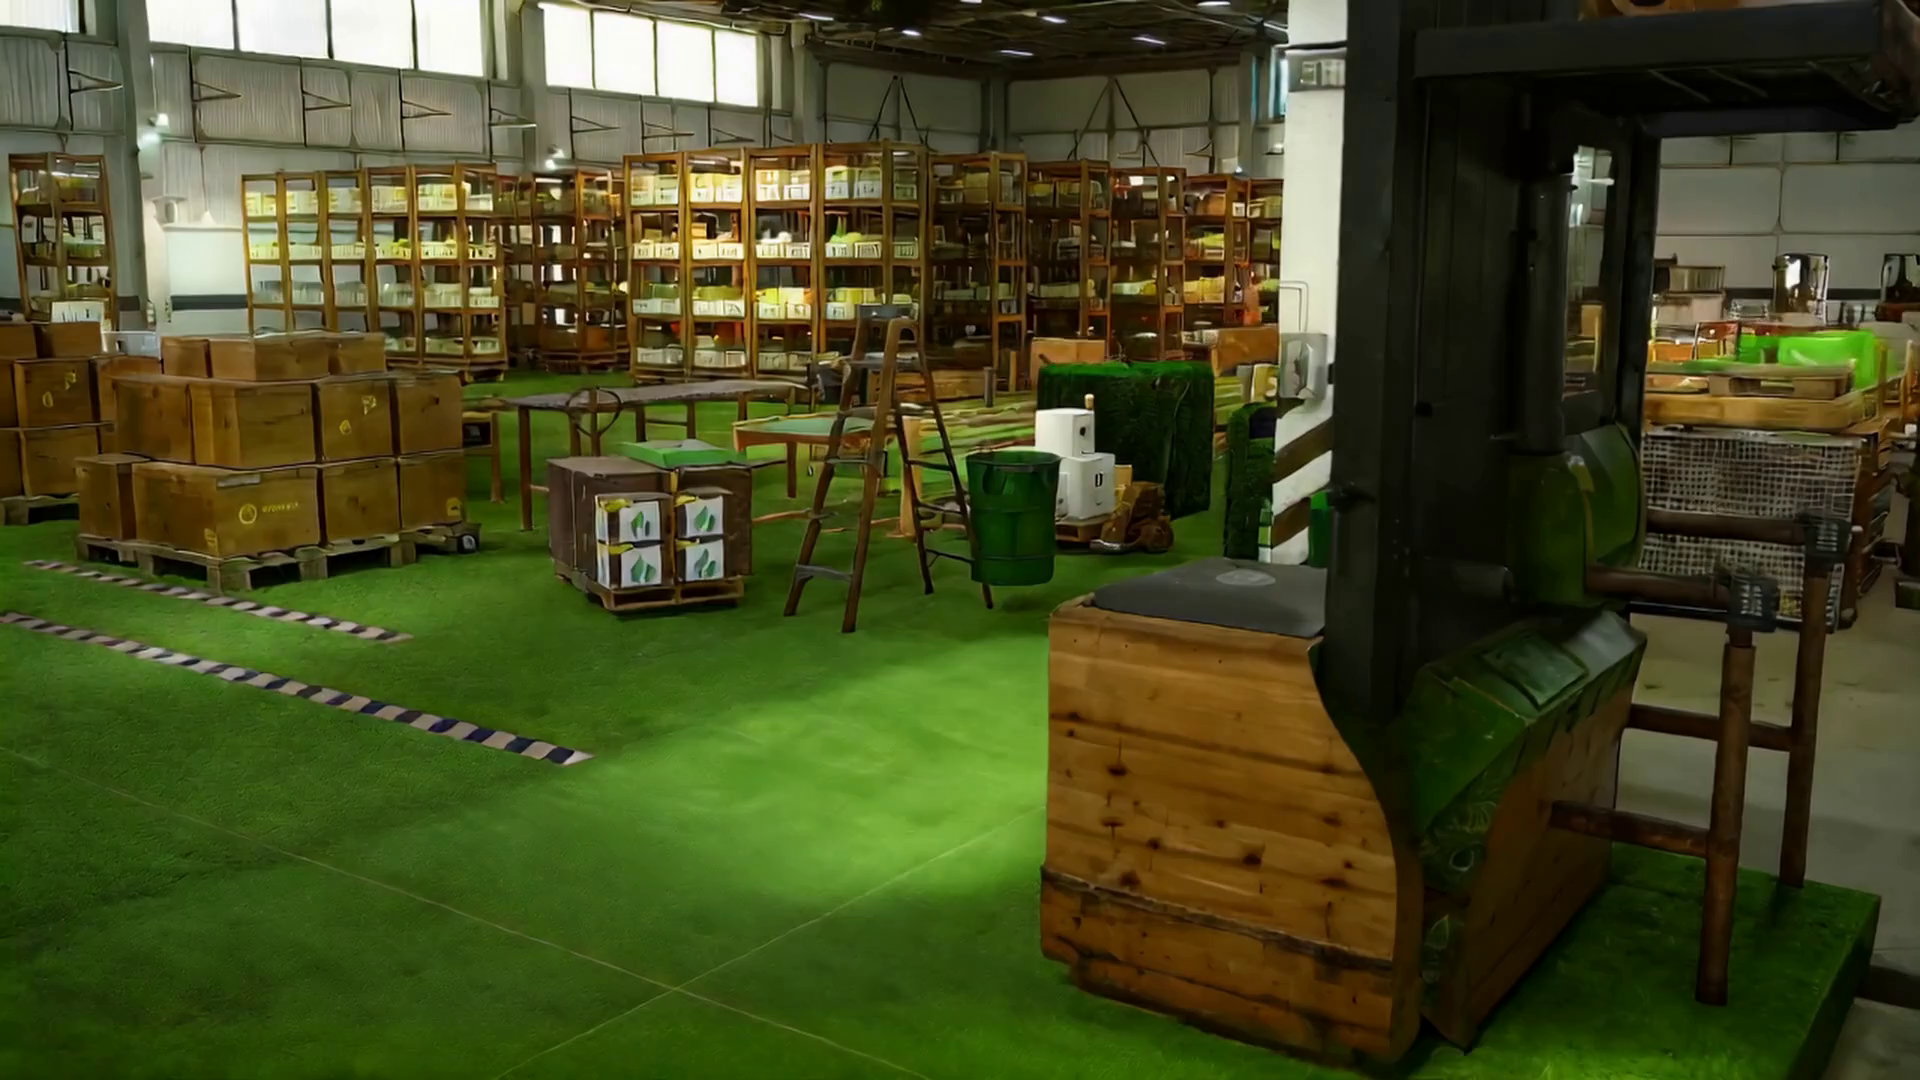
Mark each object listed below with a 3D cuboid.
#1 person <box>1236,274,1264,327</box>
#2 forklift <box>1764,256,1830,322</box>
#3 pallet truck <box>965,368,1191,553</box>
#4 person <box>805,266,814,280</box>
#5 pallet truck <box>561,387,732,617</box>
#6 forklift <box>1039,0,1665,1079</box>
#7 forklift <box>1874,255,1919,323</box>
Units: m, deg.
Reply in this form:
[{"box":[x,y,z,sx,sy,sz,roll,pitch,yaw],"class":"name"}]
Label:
[{"box":[5.423,-4.118,31.381,0.916,1.784,0.603,7,12,37],"class":"person"},{"box":[20.253,-5.854,40.139,1.157,1.987,2.680,7,12,35],"class":"forklift"},{"box":[0.845,-0.609,11.869,1.630,1.274,0.653,7,12,35],"class":"pallet truck"},{"box":[-3.447,-5.298,37.721,0.622,1.997,0.371,6,11,31],"class":"person"},{"box":[-1.981,-0.274,10.088,0.680,1.201,1.601,-5,11,-28],"class":"pallet truck"},{"box":[1.249,-0.137,4.360,1.873,2.768,1.129,7,12,35],"class":"forklift"},{"box":[22.089,-5.634,38.796,1.157,1.987,2.680,6,11,33],"class":"forklift"}]
